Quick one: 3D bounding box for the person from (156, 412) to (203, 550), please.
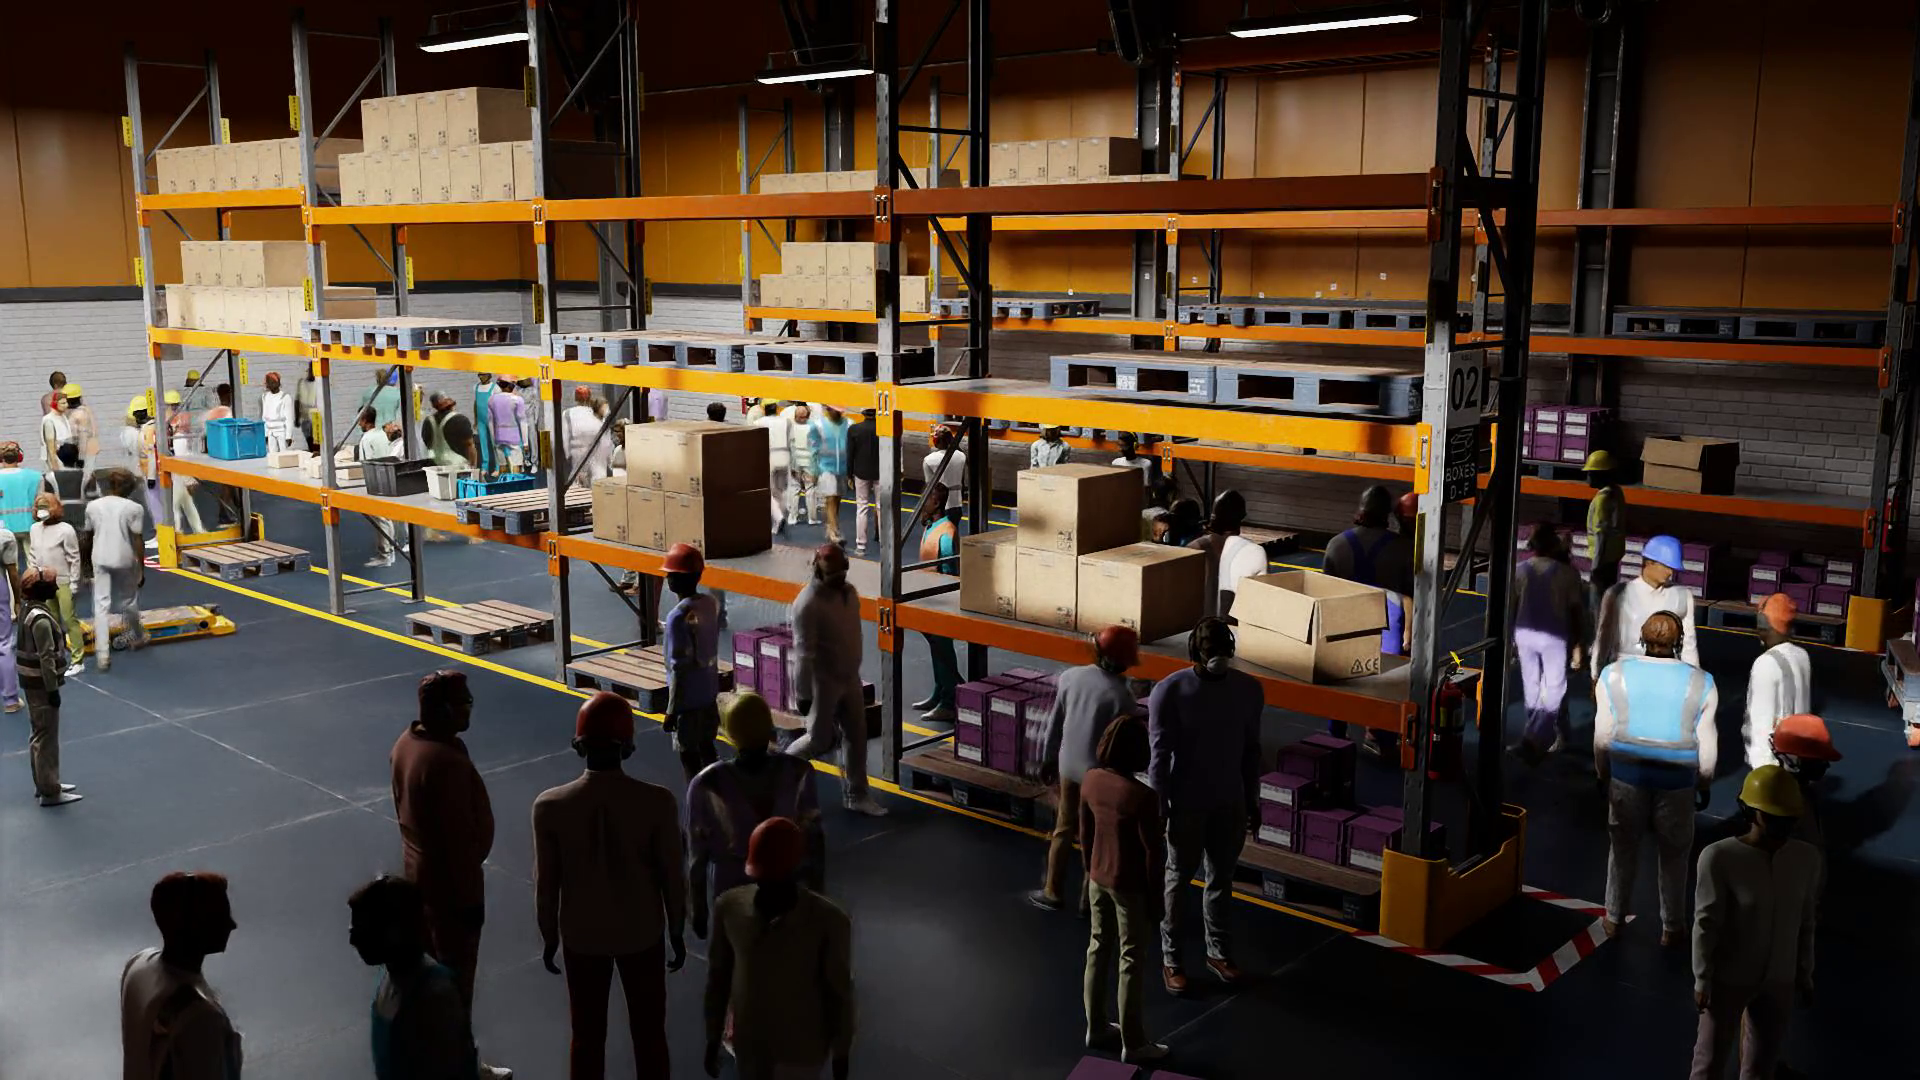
[{"bbox_3d":[-9.811,-0.732,20.716,0.721,1.720,0.583,-6,12,-32],"label":"person"}]

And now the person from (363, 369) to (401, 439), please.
[{"bbox_3d":[-8.779,-1.677,25.591,0.663,1.884,0.967,0,10,-2],"label":"person"}]

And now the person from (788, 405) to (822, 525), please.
[{"bbox_3d":[-2.117,-1.012,22.536,0.514,1.644,0.307,3,11,19],"label":"person"}]

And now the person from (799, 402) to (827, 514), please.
[{"bbox_3d":[-2.116,-1.292,23.489,0.365,1.875,0.574,6,12,31],"label":"person"}]

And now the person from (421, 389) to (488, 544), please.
[{"bbox_3d":[-6.446,-0.965,21.148,0.746,2.000,0.576,4,11,20],"label":"person"}]

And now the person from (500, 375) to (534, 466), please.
[{"bbox_3d":[-7.579,-2.207,28.519,0.585,1.918,0.377,-4,11,-20],"label":"person"}]

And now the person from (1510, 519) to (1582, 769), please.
[{"bbox_3d":[4.212,0.758,12.042,0.537,1.821,0.748,5,11,28],"label":"person"}]

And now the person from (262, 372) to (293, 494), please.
[{"bbox_3d":[-10.366,-1.613,25.291,0.568,1.878,0.352,5,11,28],"label":"person"}]

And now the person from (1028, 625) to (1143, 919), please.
[{"bbox_3d":[0.708,1.287,9.377,0.715,1.705,0.344,10,14,44],"label":"person"}]

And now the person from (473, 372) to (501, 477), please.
[{"bbox_3d":[-7.755,-1.949,27.305,0.501,1.839,0.340,3,11,18],"label":"person"}]

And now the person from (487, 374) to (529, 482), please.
[{"bbox_3d":[-6.408,-1.416,23.687,0.608,2.046,0.367,3,11,18],"label":"person"}]

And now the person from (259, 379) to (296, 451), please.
[{"bbox_3d":[-10.915,-1.792,26.769,0.610,1.704,0.651,3,10,15],"label":"person"}]

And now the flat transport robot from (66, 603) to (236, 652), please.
[{"bbox_3d":[-7.801,0.834,15.976,1.431,0.197,0.652,-8,13,-37],"label":"flat transport robot"}]

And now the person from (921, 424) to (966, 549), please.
[{"bbox_3d":[-0.171,-0.334,18.129,0.564,1.846,0.390,-9,13,-41],"label":"person"}]

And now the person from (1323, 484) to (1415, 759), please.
[{"bbox_3d":[3.063,0.585,12.386,0.689,2.000,0.536,6,11,29],"label":"person"}]

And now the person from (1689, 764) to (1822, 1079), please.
[{"bbox_3d":[3.157,1.743,6.615,0.523,1.769,0.313,-1,10,-8],"label":"person"}]

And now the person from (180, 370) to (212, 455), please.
[{"bbox_3d":[-12.628,-1.942,27.514,0.492,1.742,0.320,-7,12,-35],"label":"person"}]

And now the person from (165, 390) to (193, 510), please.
[{"bbox_3d":[-11.312,-1.298,23.898,0.541,1.736,0.774,-9,13,-42],"label":"person"}]

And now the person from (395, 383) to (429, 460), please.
[{"bbox_3d":[-7.481,-1.204,22.907,0.644,1.903,0.401,10,14,44],"label":"person"}]

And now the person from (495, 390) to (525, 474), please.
[{"bbox_3d":[-6.427,-1.280,23.789,0.575,1.738,0.351,6,12,30],"label":"person"}]

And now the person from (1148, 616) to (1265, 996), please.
[{"bbox_3d":[1.253,1.333,8.442,0.630,1.940,0.372,-3,11,-18],"label":"person"}]

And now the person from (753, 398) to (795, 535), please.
[{"bbox_3d":[-2.391,-0.975,21.588,0.601,1.902,0.636,-6,11,-29],"label":"person"}]

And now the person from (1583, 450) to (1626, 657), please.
[{"bbox_3d":[5.903,0.128,15.310,0.394,1.923,0.607,7,12,33],"label":"person"}]

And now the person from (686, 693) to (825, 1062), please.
[{"bbox_3d":[-0.864,1.573,7.278,0.581,1.860,0.990,-6,11,-29],"label":"person"}]

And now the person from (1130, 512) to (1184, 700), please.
[{"bbox_3d":[1.484,0.696,12.365,0.431,1.834,0.633,-5,11,-28],"label":"person"}]

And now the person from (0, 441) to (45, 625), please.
[{"bbox_3d":[-9.416,-0.068,16.622,0.567,1.846,0.389,-7,12,-34],"label":"person"}]

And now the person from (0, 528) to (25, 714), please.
[{"bbox_3d":[-7.847,0.509,13.410,0.501,1.839,0.340,-3,11,-19],"label":"person"}]

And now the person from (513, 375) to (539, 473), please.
[{"bbox_3d":[-7.253,-1.975,27.724,0.484,1.735,0.311,2,10,10],"label":"person"}]

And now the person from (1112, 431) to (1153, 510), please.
[{"bbox_3d":[1.799,-0.242,17.601,0.528,1.856,0.349,7,12,36],"label":"person"}]

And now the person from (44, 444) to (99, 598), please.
[{"bbox_3d":[-9.650,-0.228,18.075,0.547,1.638,0.905,-6,12,-30],"label":"person"}]

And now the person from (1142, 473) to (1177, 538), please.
[{"bbox_3d":[1.717,0.361,14.176,0.377,1.876,0.521,-10,14,-44],"label":"person"}]

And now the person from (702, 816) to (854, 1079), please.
[{"bbox_3d":[-0.650,1.825,6.259,0.572,1.728,0.753,4,11,20],"label":"person"}]

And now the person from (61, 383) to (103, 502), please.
[{"bbox_3d":[-12.034,-1.202,22.858,0.481,1.919,0.758,-4,11,-23],"label":"person"}]

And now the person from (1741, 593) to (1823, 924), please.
[{"bbox_3d":[4.621,1.229,9.273,0.514,1.857,0.609,10,14,44],"label":"person"}]
